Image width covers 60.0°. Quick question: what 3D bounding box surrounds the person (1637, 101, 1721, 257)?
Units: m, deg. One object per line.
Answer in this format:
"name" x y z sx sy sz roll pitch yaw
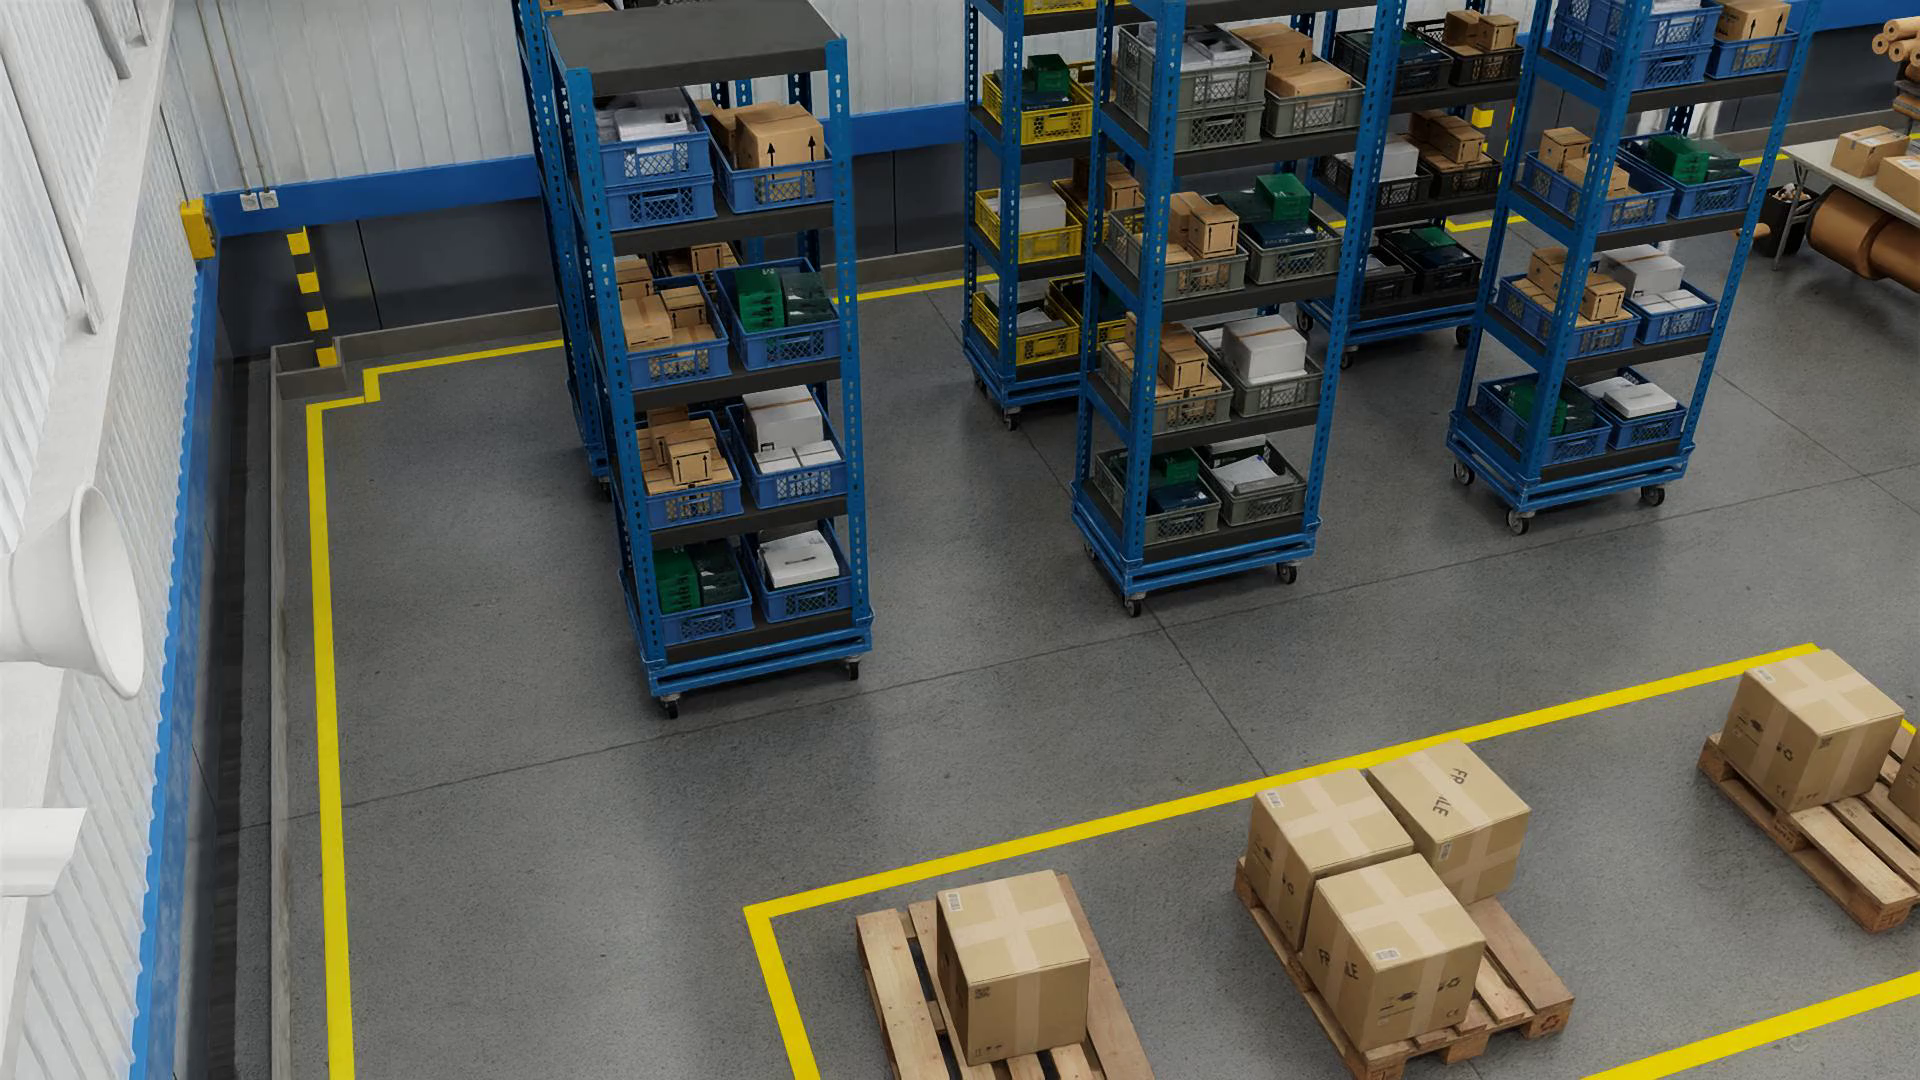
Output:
"person" 5.448 -2.926 12.804 0.580 1.880 0.342 1 35 1
